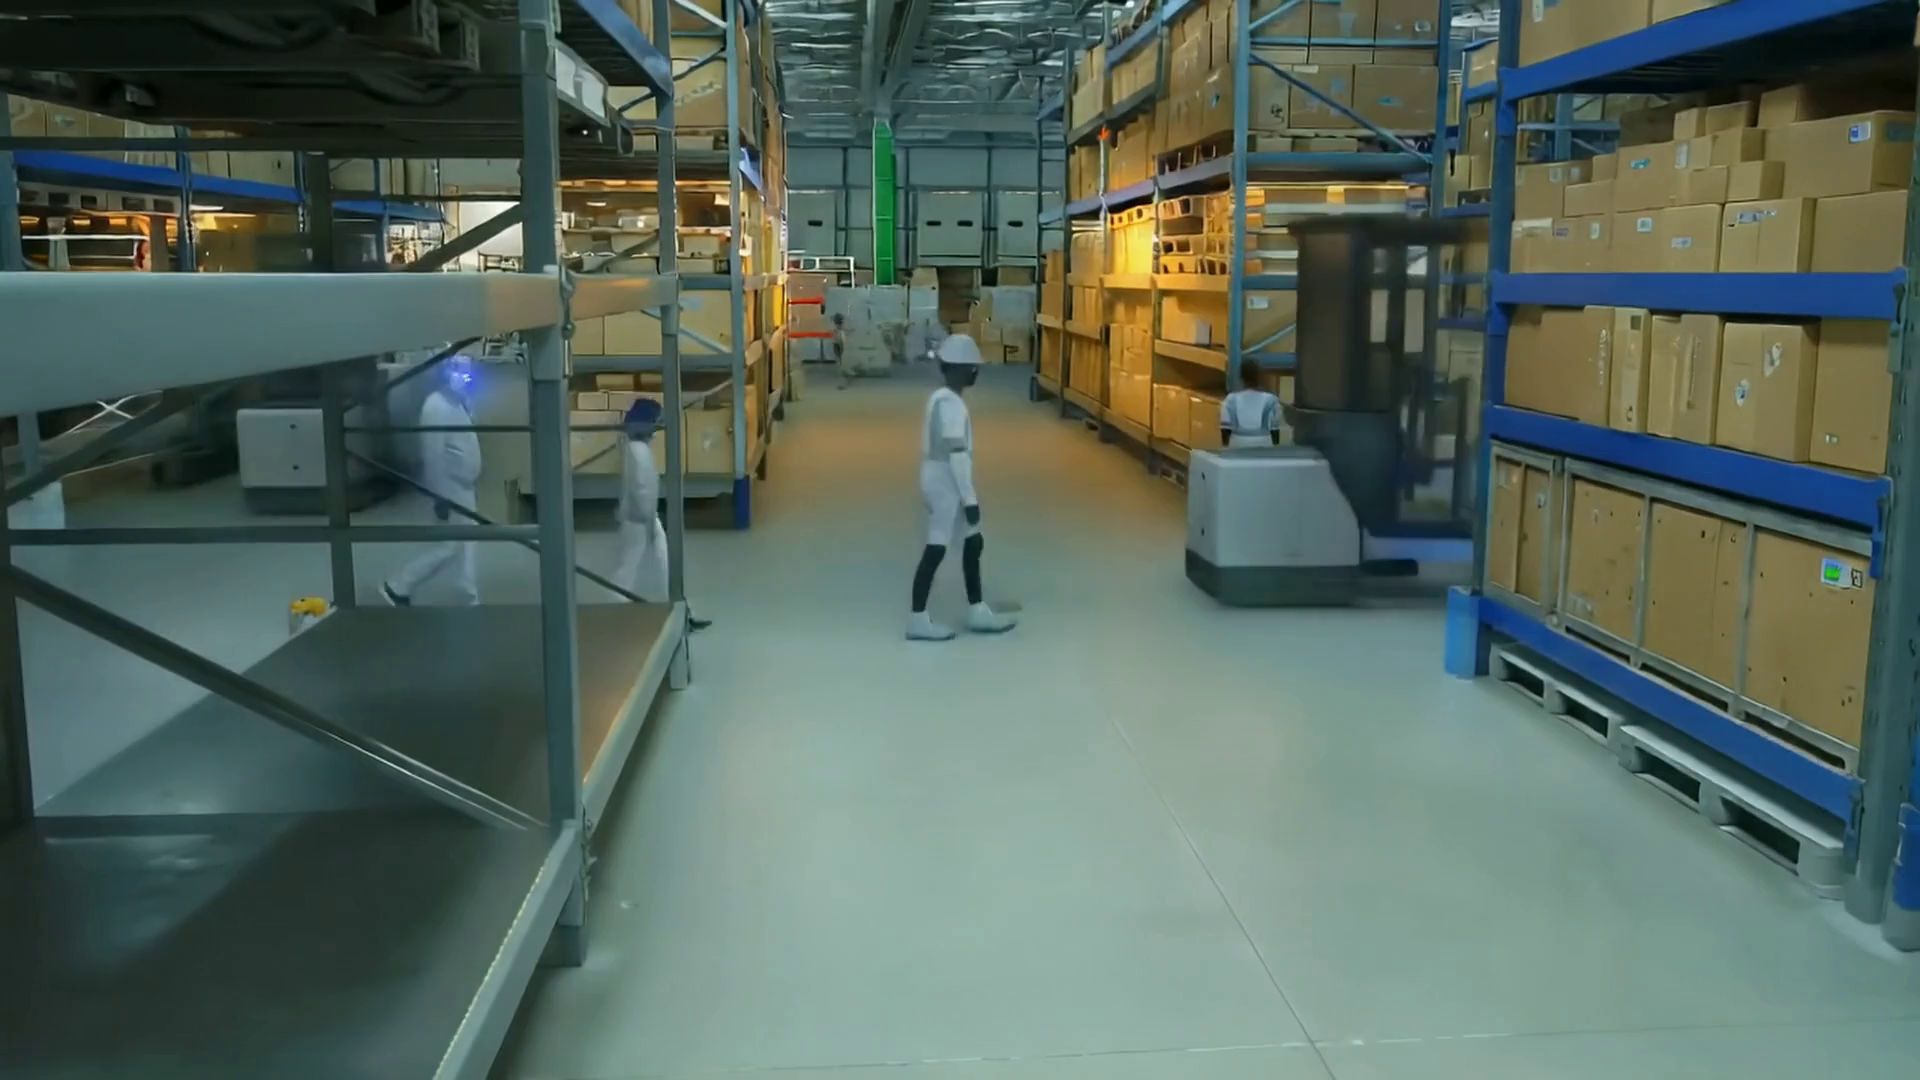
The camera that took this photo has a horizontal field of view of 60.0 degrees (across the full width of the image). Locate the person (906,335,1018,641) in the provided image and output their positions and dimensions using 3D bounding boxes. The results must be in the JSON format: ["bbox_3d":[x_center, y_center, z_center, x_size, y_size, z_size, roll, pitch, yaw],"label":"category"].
[{"bbox_3d":[0.040,-0.324,10.890,0.893,2.005,0.636,-1,9,-3],"label":"person"}]

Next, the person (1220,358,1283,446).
[{"bbox_3d":[2.489,-0.702,14.246,0.533,1.697,0.318,2,9,13],"label":"person"}]

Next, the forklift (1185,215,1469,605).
[{"bbox_3d":[2.714,-0.989,12.339,1.873,2.768,1.129,-1,9,-5],"label":"forklift"}]

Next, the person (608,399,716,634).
[{"bbox_3d":[-1.975,-0.117,10.848,0.787,1.596,0.532,0,9,-2],"label":"person"}]

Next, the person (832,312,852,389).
[{"bbox_3d":[-2.550,-3.993,35.148,0.362,1.627,0.515,2,9,15],"label":"person"}]

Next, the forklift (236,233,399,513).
[{"bbox_3d":[-6.690,-1.762,17.193,1.129,2.768,1.873,-1,9,-4],"label":"forklift"}]

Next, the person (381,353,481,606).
[{"bbox_3d":[-3.605,-0.349,11.462,0.653,1.881,0.676,0,9,-1],"label":"person"}]
